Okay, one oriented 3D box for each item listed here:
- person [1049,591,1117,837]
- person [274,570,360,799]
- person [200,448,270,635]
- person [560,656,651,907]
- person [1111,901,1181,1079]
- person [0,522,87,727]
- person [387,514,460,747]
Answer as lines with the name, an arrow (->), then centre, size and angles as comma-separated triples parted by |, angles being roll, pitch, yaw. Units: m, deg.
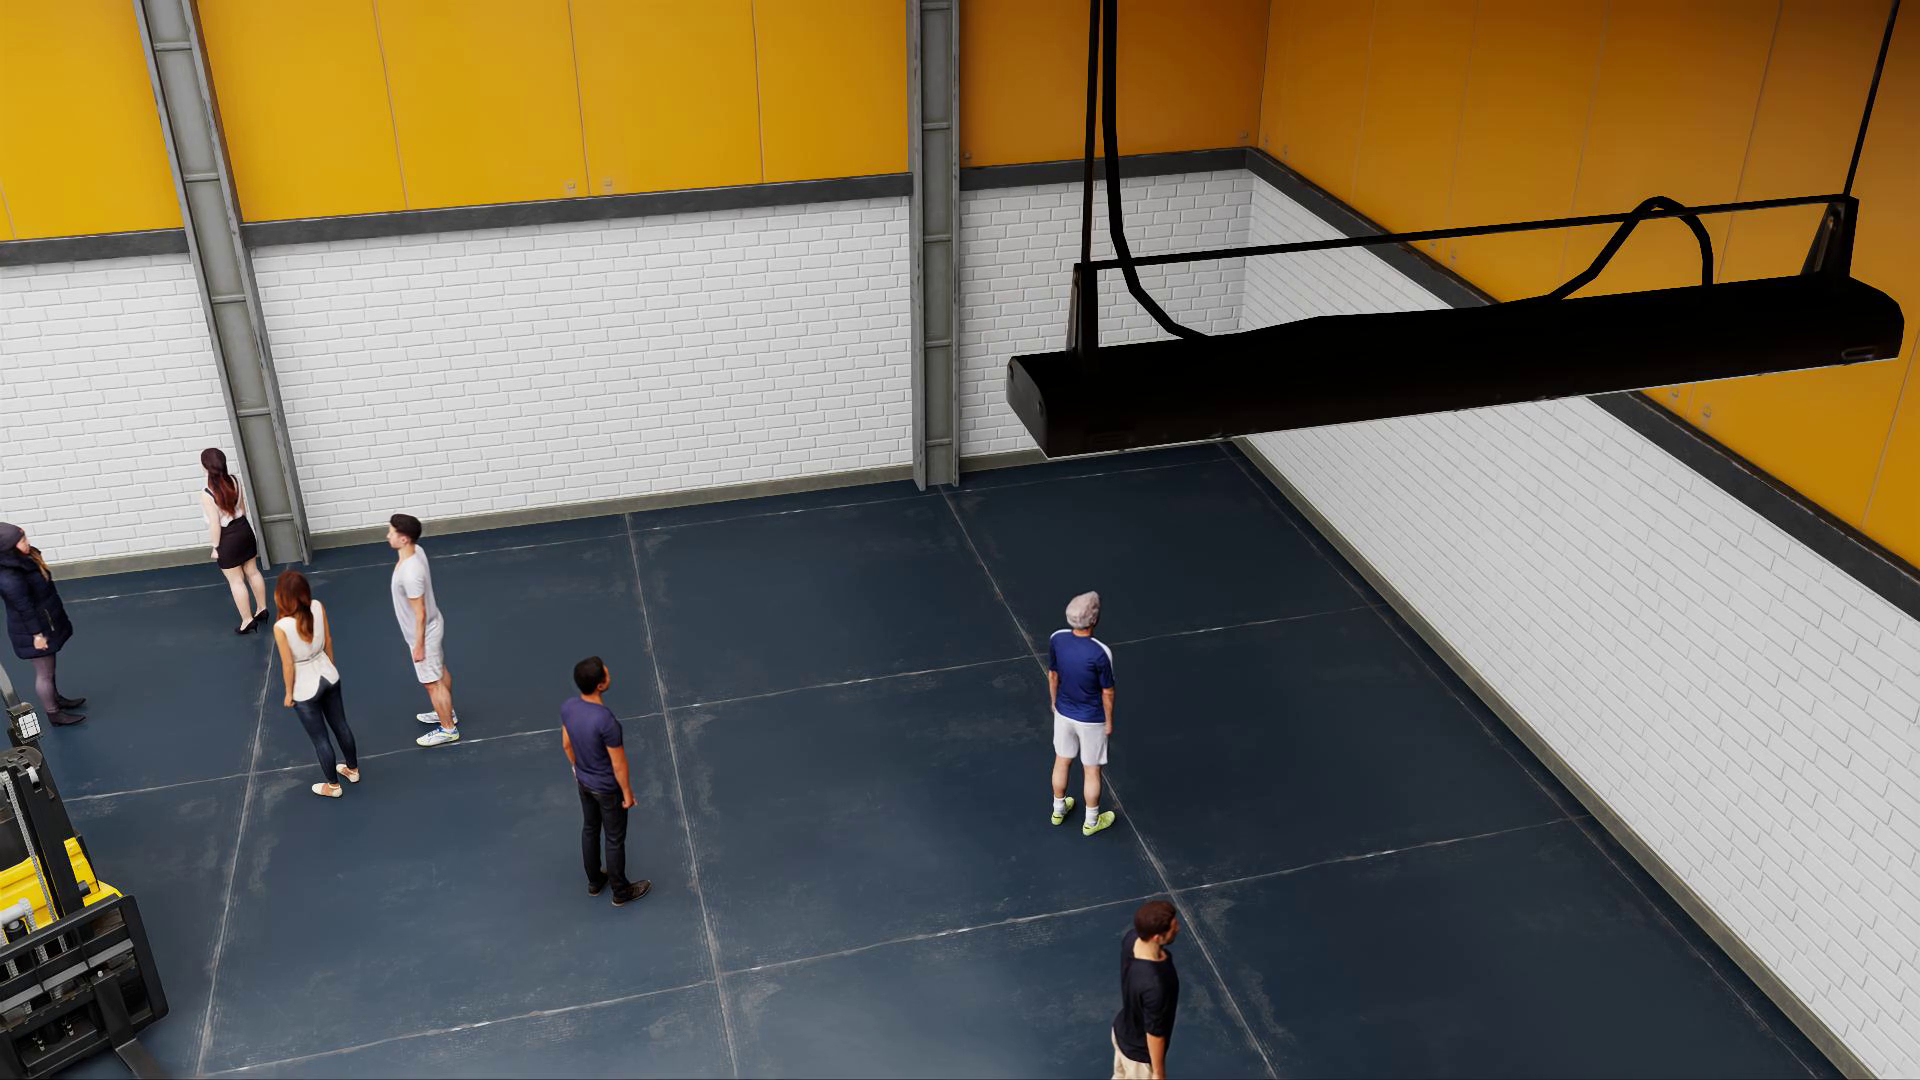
person -> 0.817, 1.160, 11.188 | 0.718, 1.838, 0.766 | 17, 33, 29
person -> -4.468, 0.998, 11.541 | 0.727, 1.784, 0.667 | 16, 32, 26
person -> -5.904, 0.004, 13.506 | 0.665, 1.649, 0.633 | 10, 30, 17
person -> -2.293, 1.529, 10.562 | 0.711, 1.790, 0.755 | 17, 33, 29
person -> 0.918, 2.579, 8.573 | 0.540, 1.851, 0.640 | -6, 29, -10
person -> -6.878, 0.616, 12.357 | 0.697, 1.675, 0.709 | -12, 31, -21
person -> -3.913, 0.640, 12.126 | 0.529, 1.854, 0.674 | -7, 29, -13
